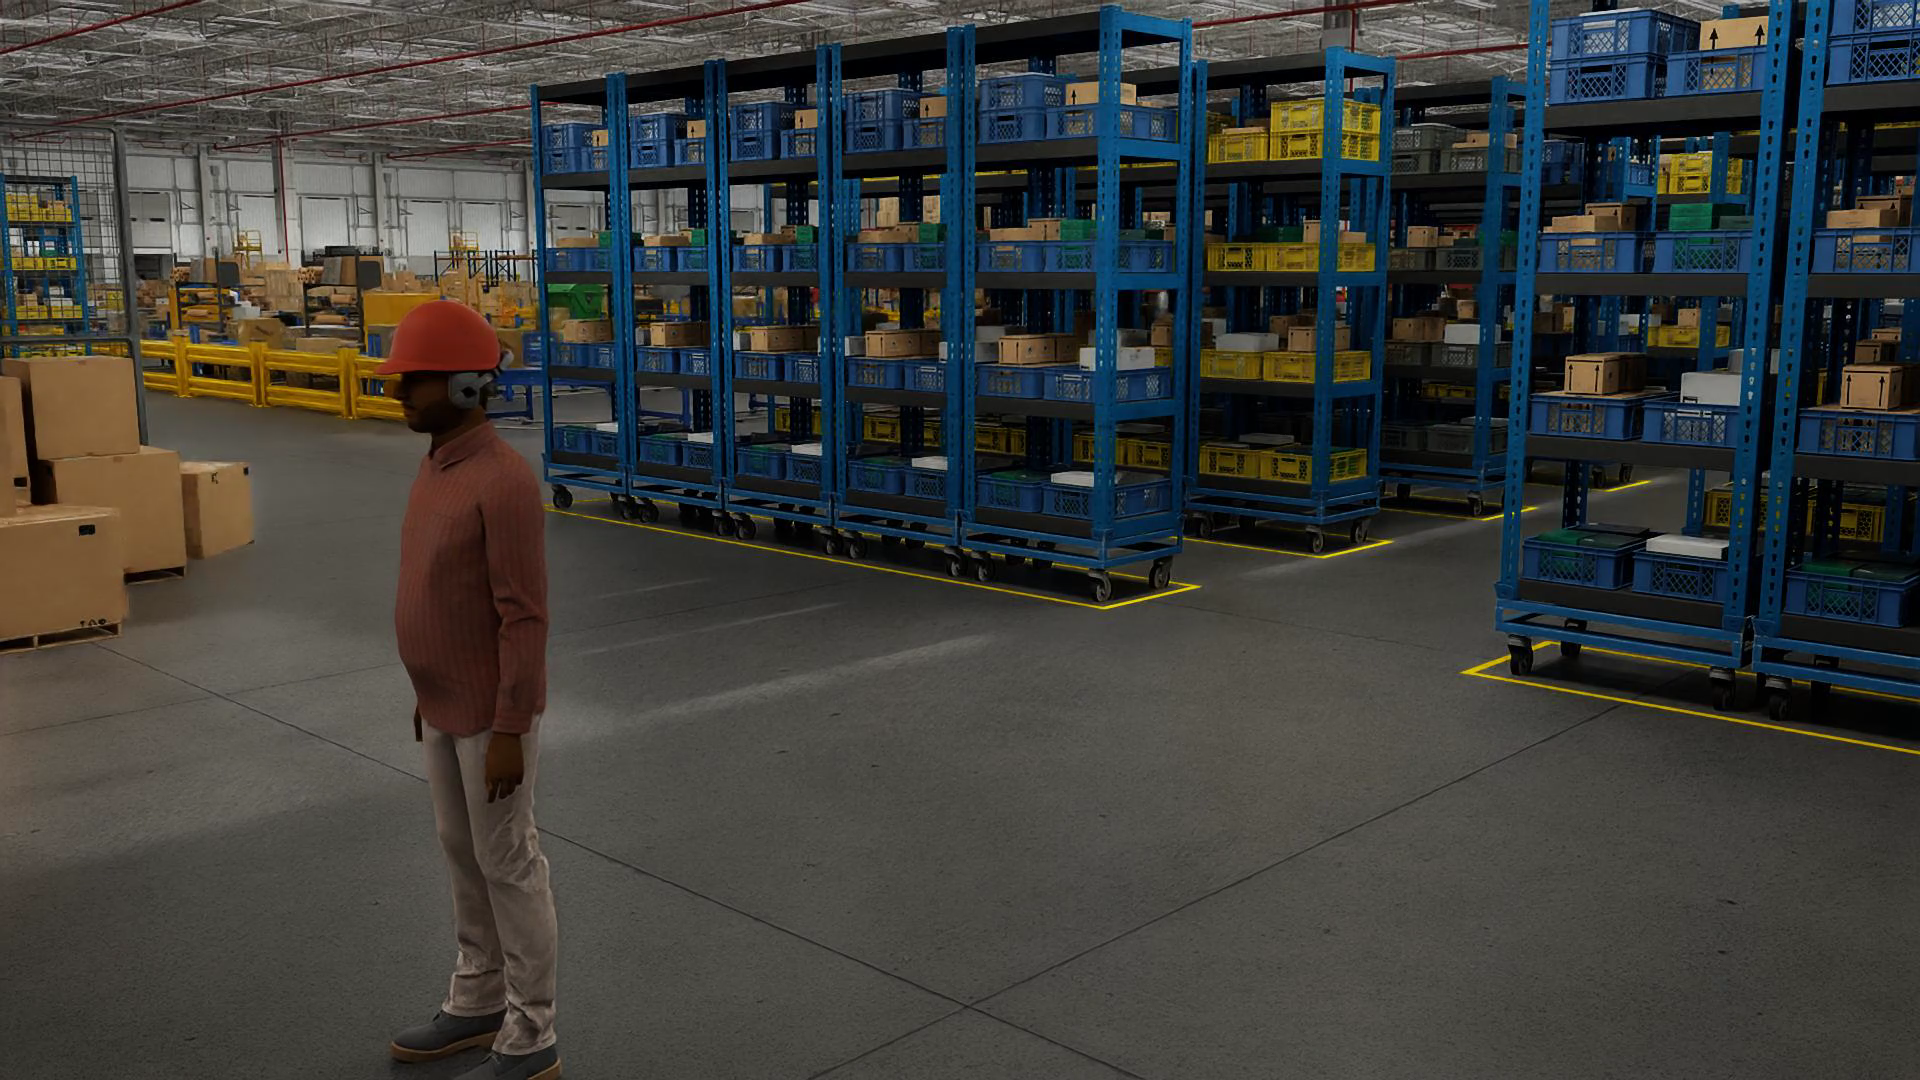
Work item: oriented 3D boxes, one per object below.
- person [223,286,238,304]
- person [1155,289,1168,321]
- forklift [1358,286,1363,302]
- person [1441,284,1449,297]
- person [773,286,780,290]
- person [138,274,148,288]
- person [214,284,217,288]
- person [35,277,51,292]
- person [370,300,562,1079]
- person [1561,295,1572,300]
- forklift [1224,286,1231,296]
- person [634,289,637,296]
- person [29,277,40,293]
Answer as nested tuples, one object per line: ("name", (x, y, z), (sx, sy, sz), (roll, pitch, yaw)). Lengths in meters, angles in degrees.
("person", (-16.527, -4.993, 37.637), (0.325, 1.875, 0.513), (3, 10, 15))
("person", (4.549, -4.876, 36.838), (0.643, 1.893, 0.973), (8, 12, 42))
("forklift", (11.100, -7.017, 46.970), (1.873, 2.768, 1.129), (9, 13, 43))
("person", (13.749, -6.491, 47.359), (0.322, 1.697, 0.536), (-1, 9, -4))
("person", (-8.830, -11.900, 79.900), (0.389, 1.908, 0.584), (1, 9, 3))
("person", (-38.942, -11.774, 79.341), (0.442, 1.832, 0.660), (-5, 10, -26))
("person", (-36.337, -12.221, 81.737), (1.009, 1.936, 0.646), (-4, 10, -21))
("person", (-29.146, -7.604, 53.132), (0.805, 2.000, 0.681), (-4, 10, -25))
("person", (-1.231, 0.404, 4.173), (0.382, 1.995, 0.612), (-7, 12, -38))
("person", (12.538, -4.436, 34.345), (0.588, 1.835, 0.404), (-7, 11, -35))
("forklift", (9.666, -9.287, 60.888), (1.873, 2.768, 1.129), (9, 13, 43))
("person", (-19.999, -15.481, 102.453), (0.836, 1.711, 0.501), (2, 9, 12))
("person", (-31.689, -8.179, 57.160), (1.033, 1.894, 0.635), (9, 13, 43))
